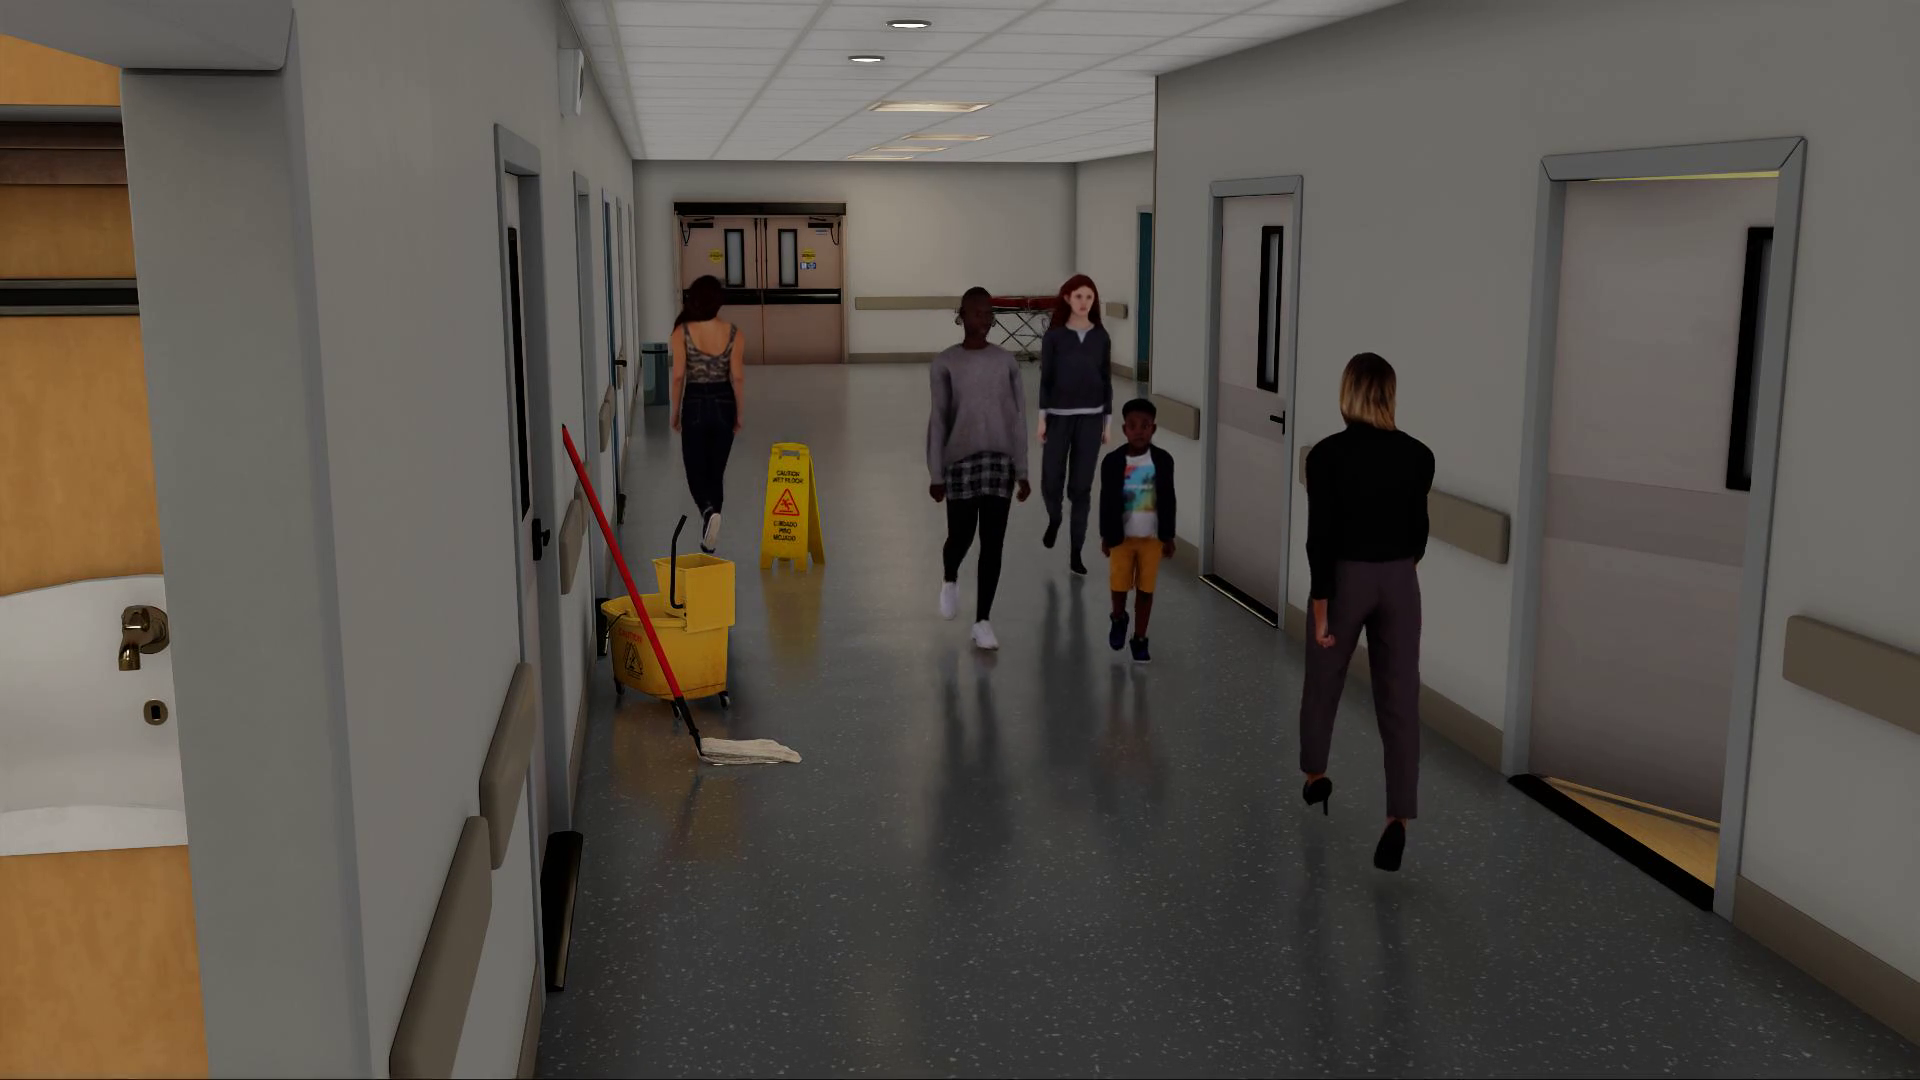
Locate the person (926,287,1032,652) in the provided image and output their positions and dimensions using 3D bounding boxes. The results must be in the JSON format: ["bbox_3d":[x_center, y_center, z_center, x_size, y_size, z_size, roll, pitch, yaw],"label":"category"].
[{"bbox_3d":[0.074,-0.358,8.246,0.668,1.758,0.881,-2,11,-10],"label":"person"}]

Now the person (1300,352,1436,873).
[{"bbox_3d":[1.331,0.268,5.314,0.667,1.621,1.056,-1,11,-4],"label":"person"}]

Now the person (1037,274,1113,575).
[{"bbox_3d":[0.667,-0.695,9.989,0.651,1.770,0.825,-1,11,-3],"label":"person"}]

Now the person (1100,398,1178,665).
[{"bbox_3d":[0.851,-0.056,7.983,0.547,1.264,0.633,0,11,-2],"label":"person"}]

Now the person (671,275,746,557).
[{"bbox_3d":[-1.511,-0.723,10.201,0.655,1.747,0.985,-3,11,-16],"label":"person"}]
